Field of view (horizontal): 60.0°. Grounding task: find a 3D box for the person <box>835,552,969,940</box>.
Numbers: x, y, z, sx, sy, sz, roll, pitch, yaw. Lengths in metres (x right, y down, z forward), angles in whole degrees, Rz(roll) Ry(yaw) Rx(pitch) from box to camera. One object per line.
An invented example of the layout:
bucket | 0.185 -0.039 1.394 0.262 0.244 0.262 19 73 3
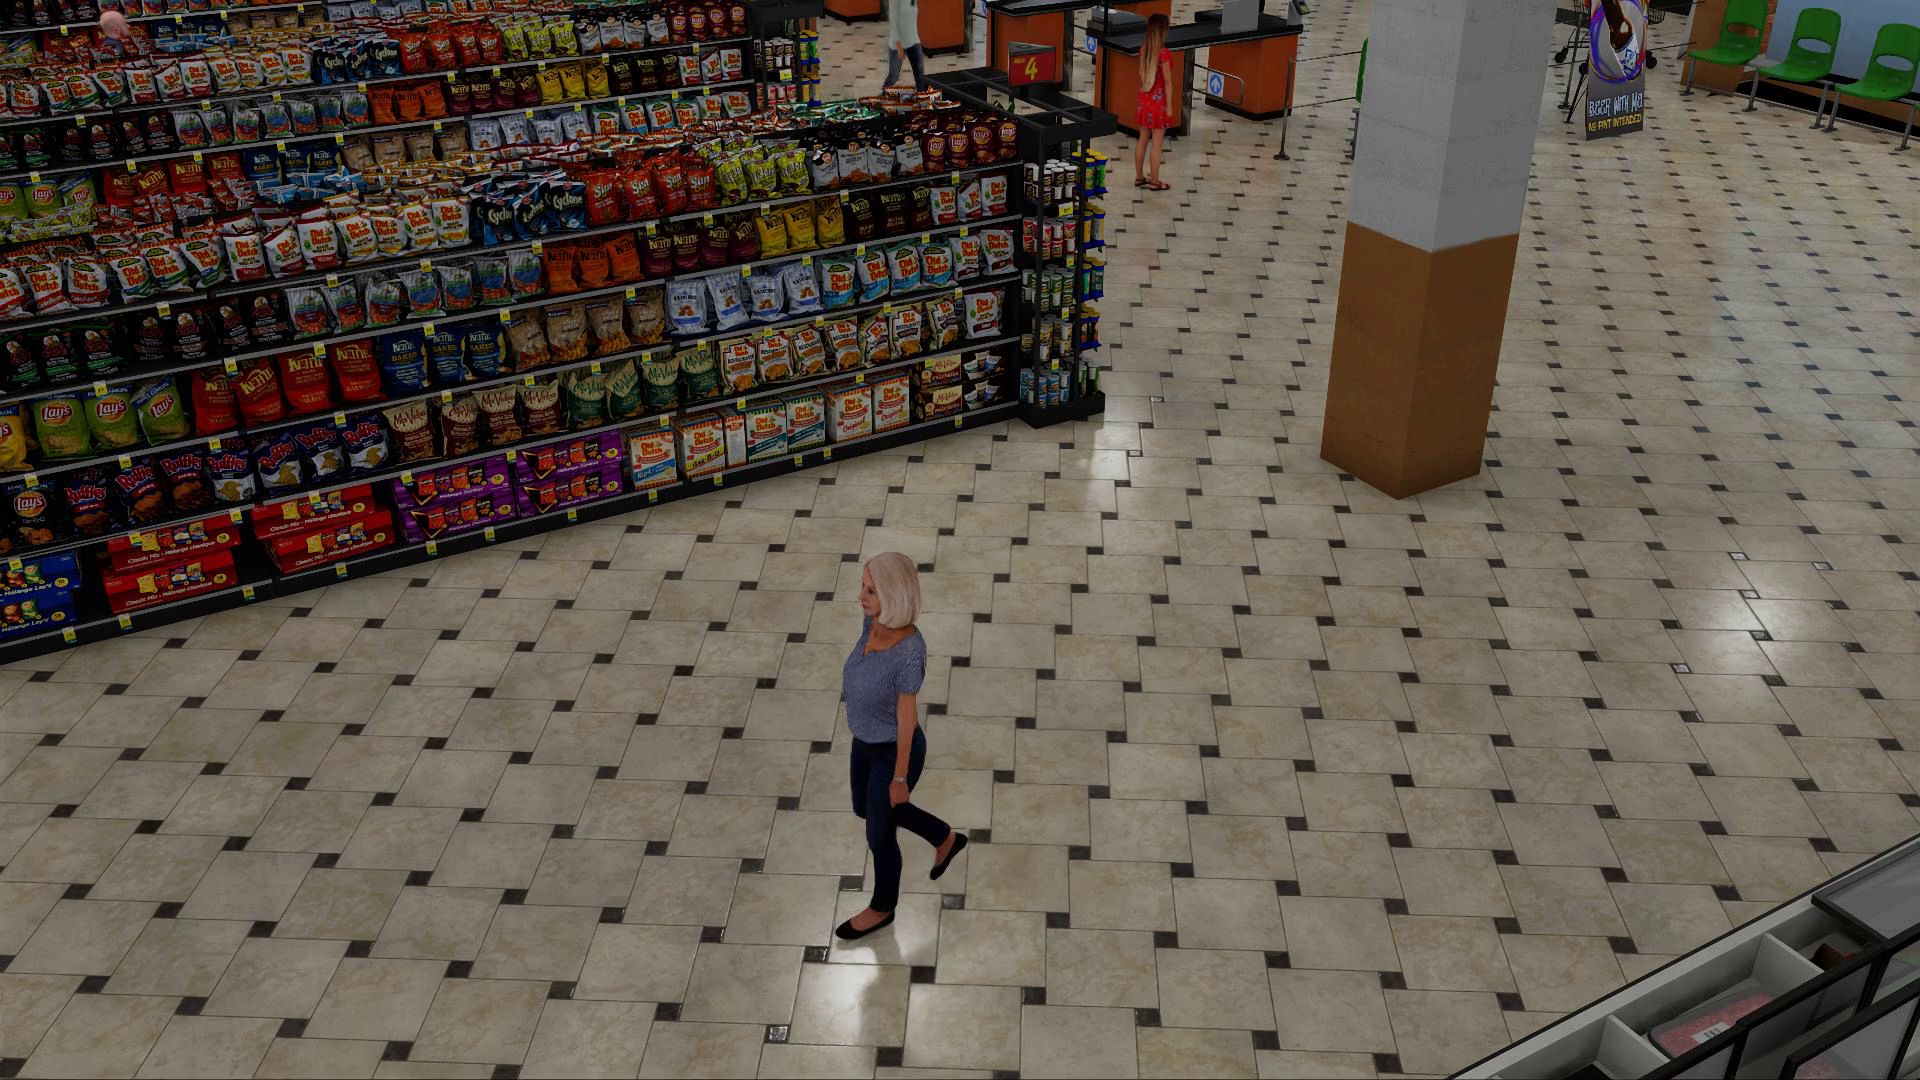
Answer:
person | -0.215 0.778 6.394 0.858 1.710 0.653 -12 31 -20

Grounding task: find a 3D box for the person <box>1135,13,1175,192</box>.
person | 1.778 -4.038 15.338 0.551 1.592 0.574 -18 33 -30

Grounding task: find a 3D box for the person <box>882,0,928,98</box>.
person | -0.641 -5.170 17.392 1.063 1.610 0.792 -24 37 -37
